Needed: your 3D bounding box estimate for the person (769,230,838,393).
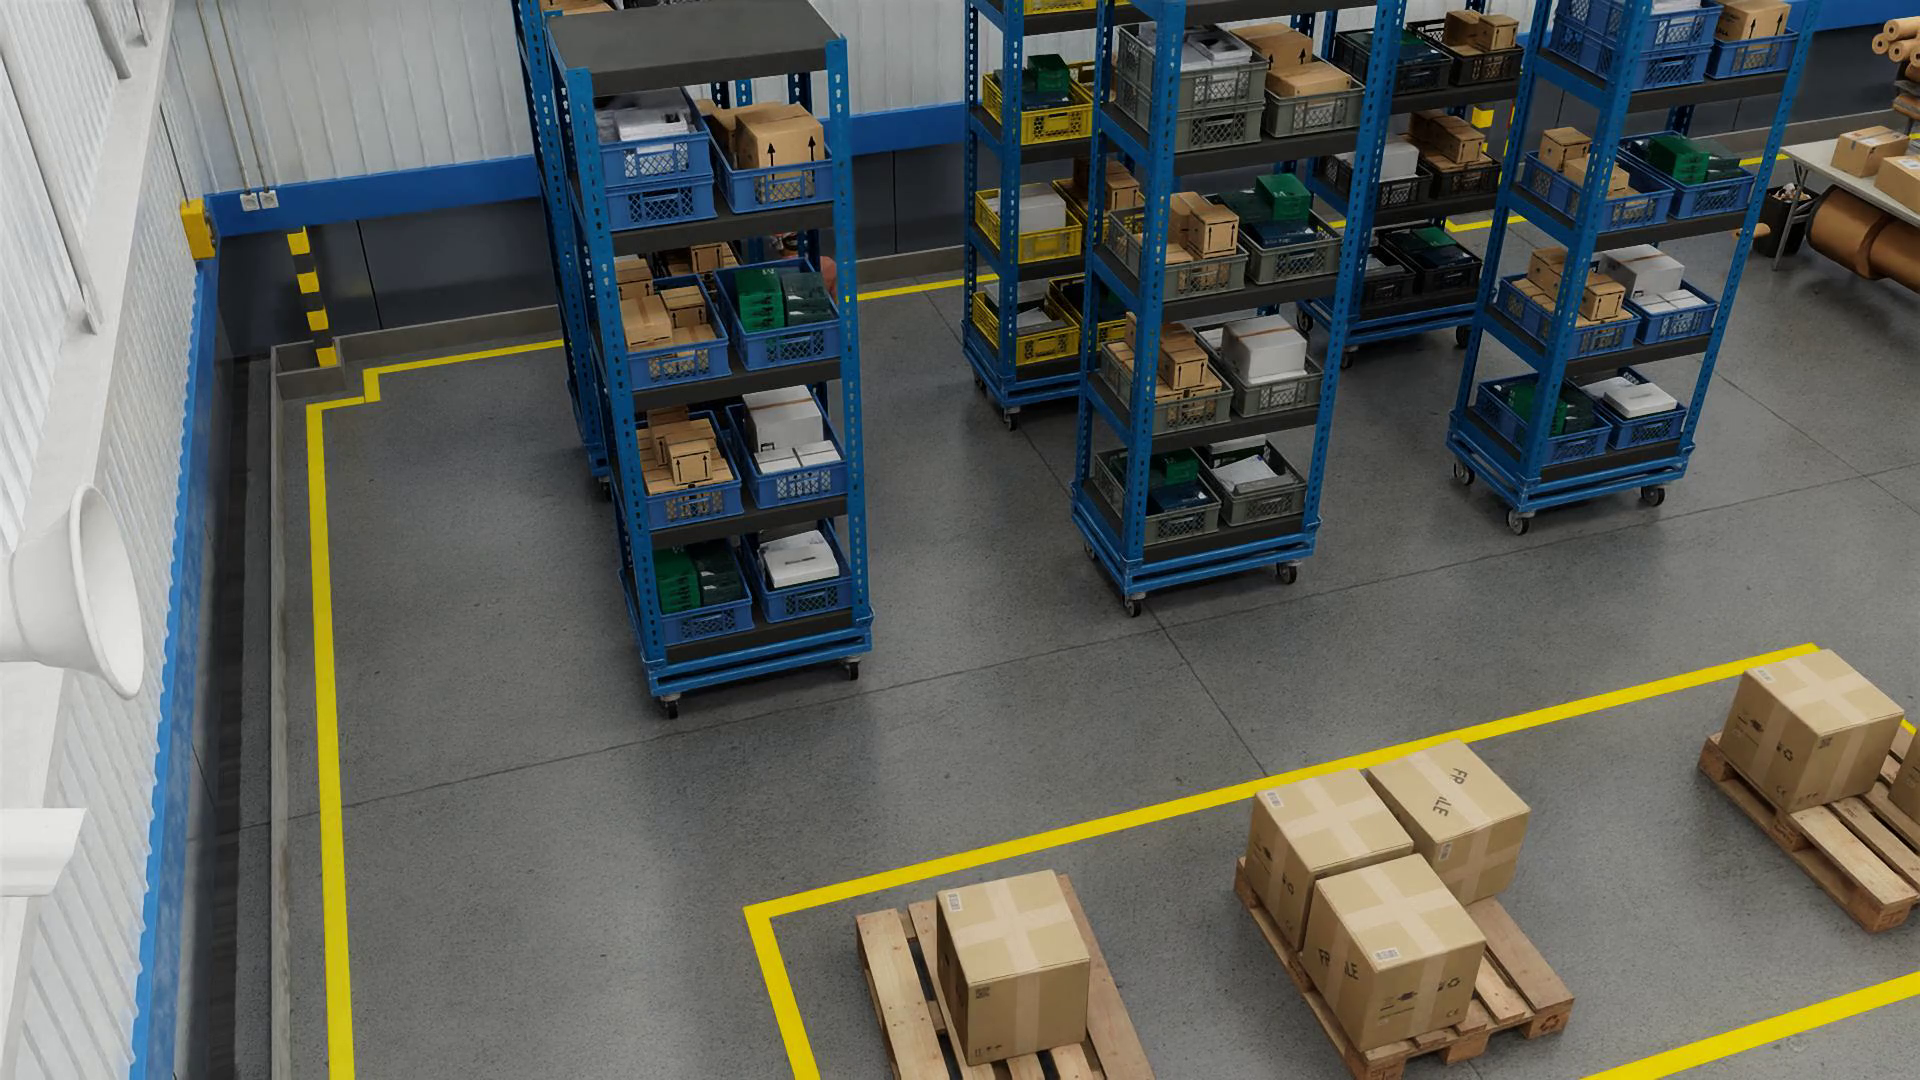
[{"bbox_3d":[-0.997,-1.112,10.142,0.625,1.979,0.411,-30,45,-35],"label":"person"}]
